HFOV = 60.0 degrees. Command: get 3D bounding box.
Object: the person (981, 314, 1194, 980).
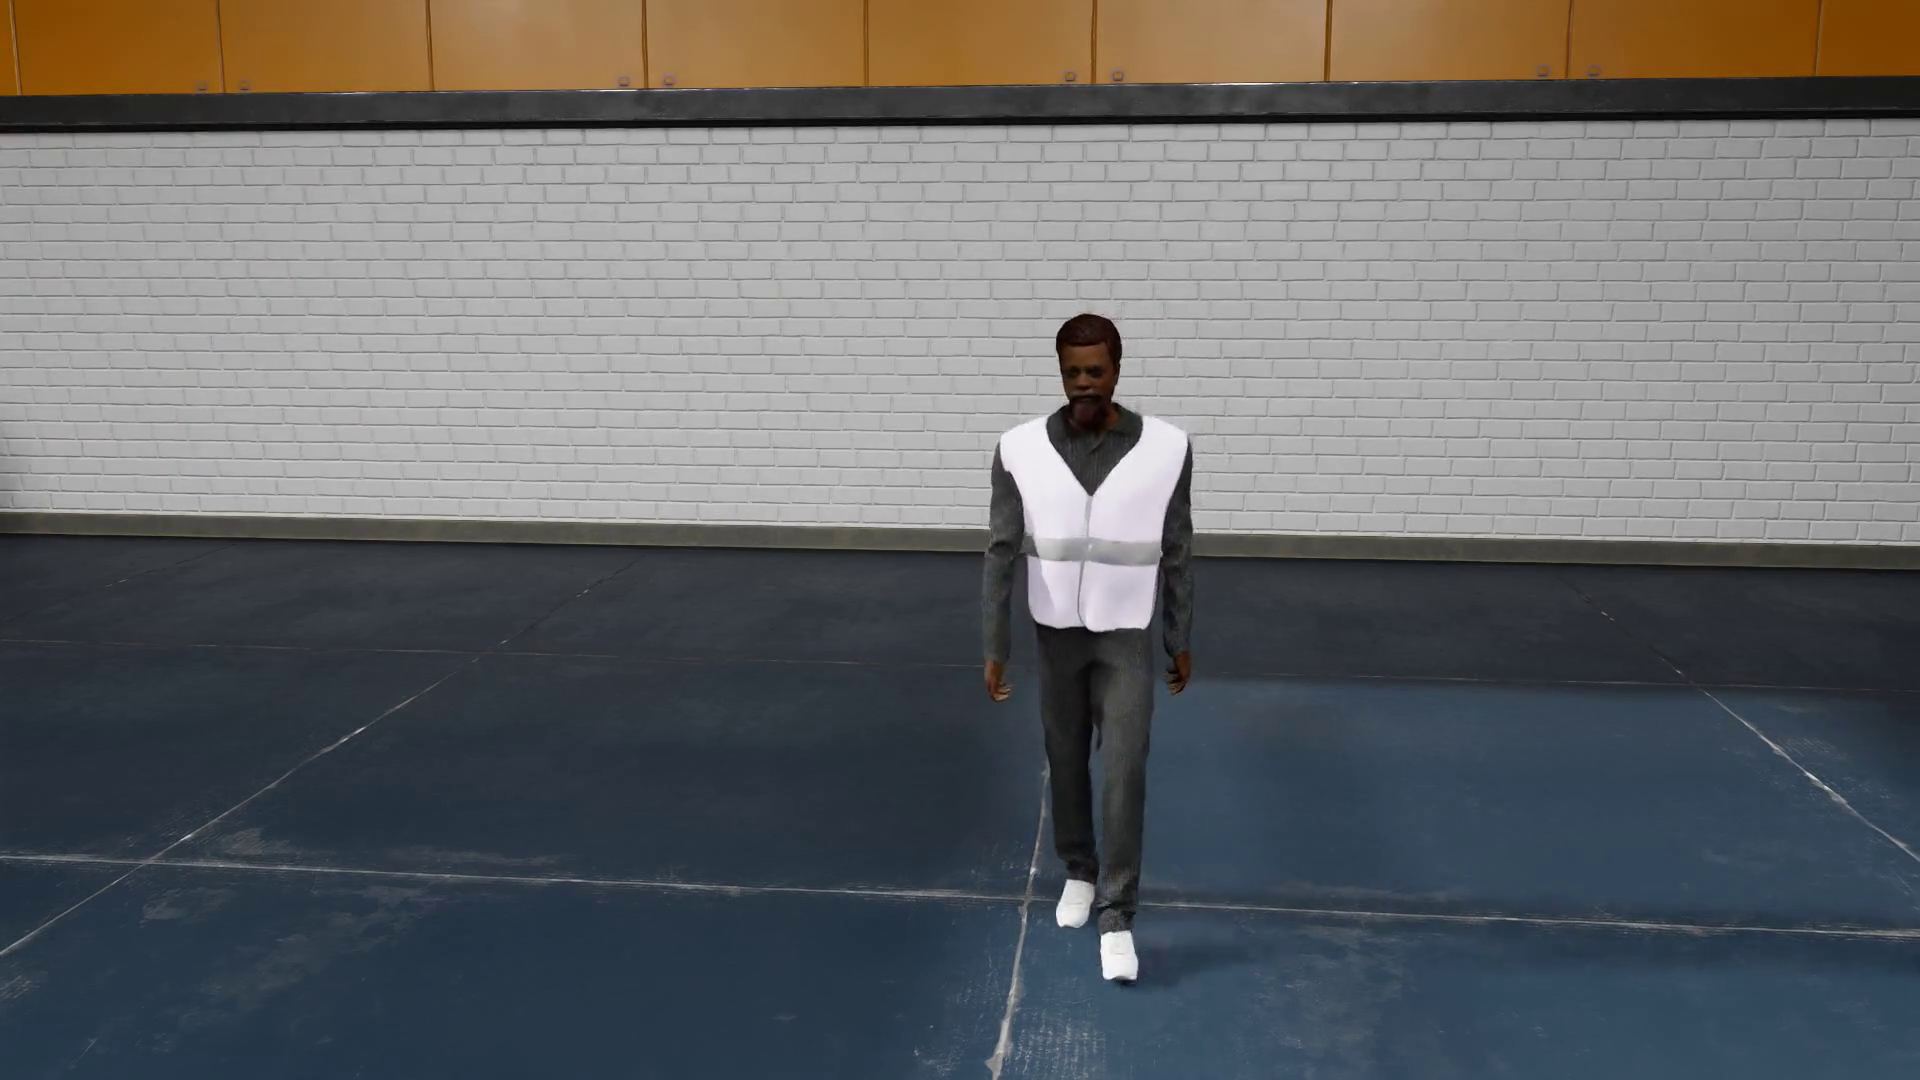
[{"bbox_3d":[0.364,0.297,4.854,0.616,1.882,0.854,2,10,9],"label":"person"}]
